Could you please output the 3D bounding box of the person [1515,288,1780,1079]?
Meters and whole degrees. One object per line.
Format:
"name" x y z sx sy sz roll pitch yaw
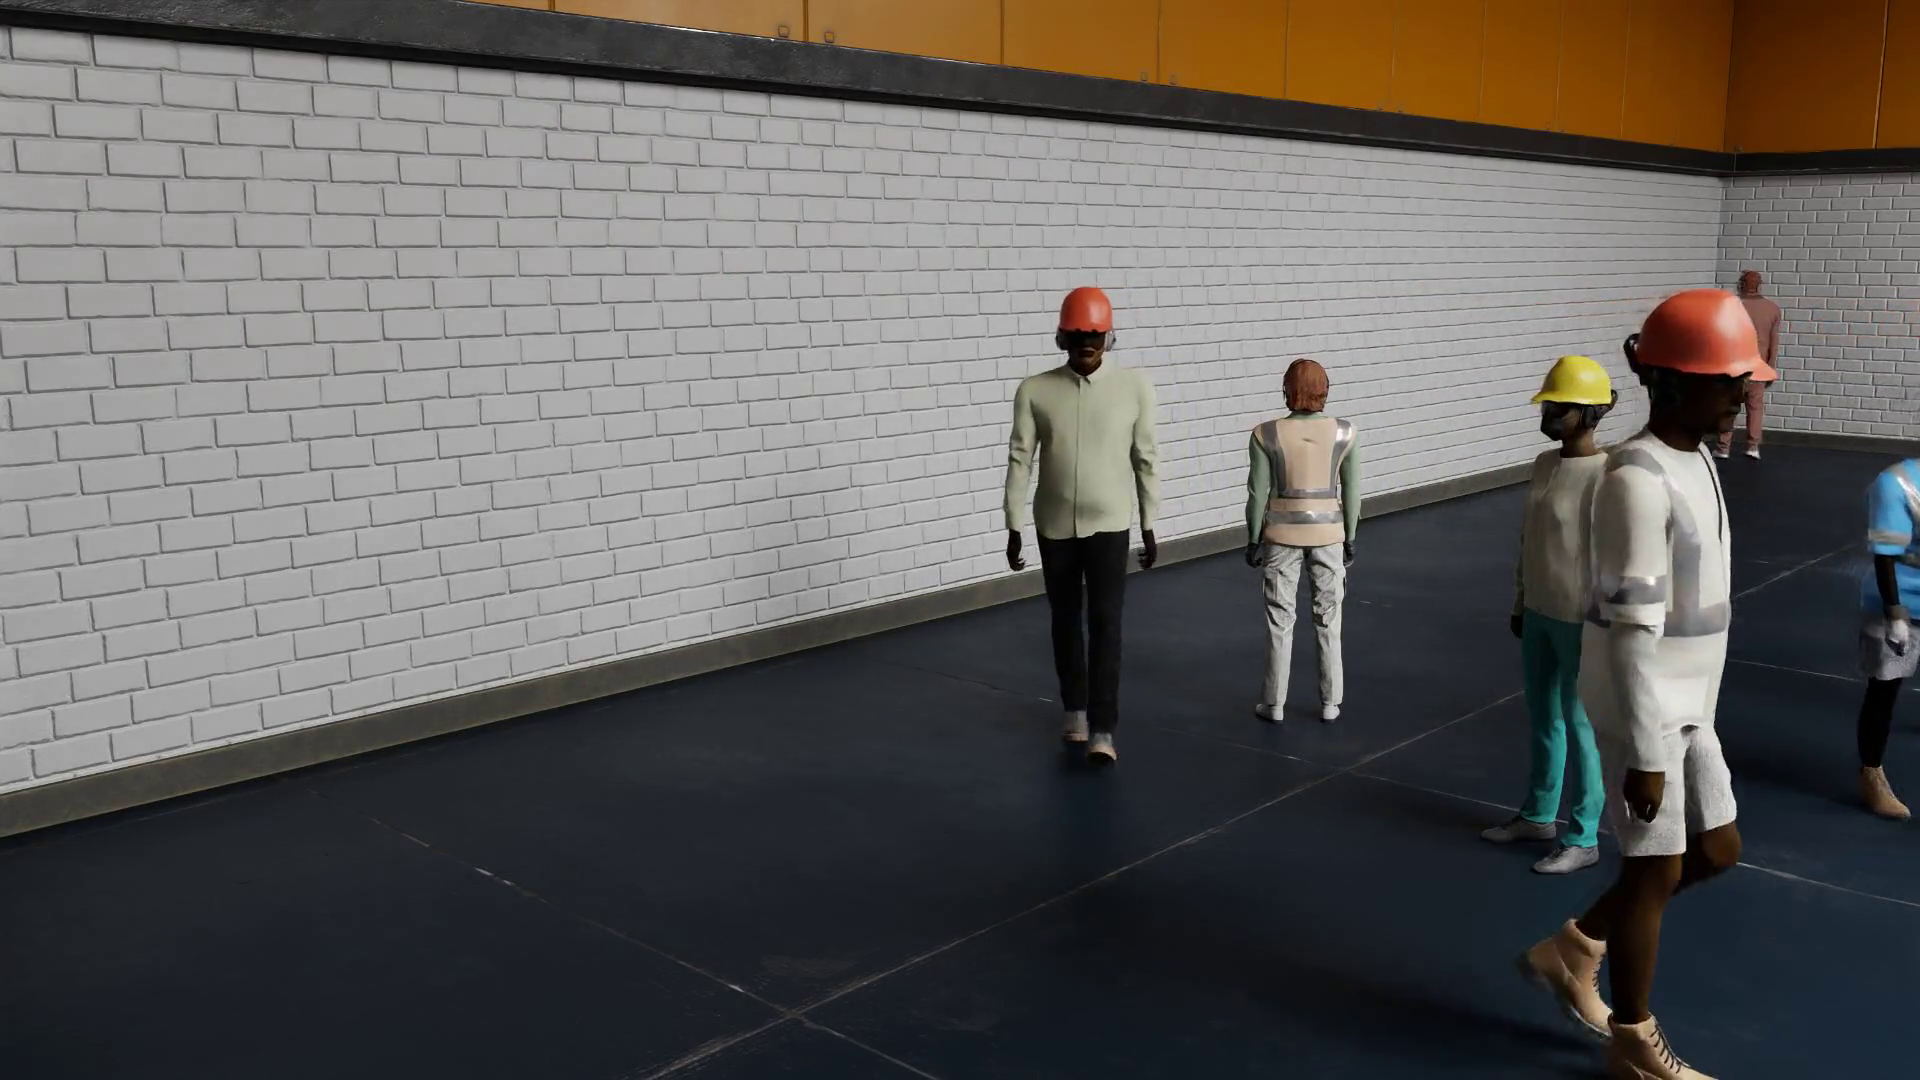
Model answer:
"person" 1.706 0.406 4.090 0.468 2.031 0.644 7 12 35

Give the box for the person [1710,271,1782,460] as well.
"person" 7.871 -1.747 16.786 0.708 1.901 0.404 2 10 10

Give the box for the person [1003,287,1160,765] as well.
"person" 0.489 -0.047 6.869 0.653 1.955 0.938 2 10 9

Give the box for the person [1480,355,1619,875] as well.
"person" 2.061 0.254 5.708 0.305 1.771 0.525 -2 10 -12

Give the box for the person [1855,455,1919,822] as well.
"person" 3.494 0.266 5.938 0.543 1.647 0.748 -1 10 -6

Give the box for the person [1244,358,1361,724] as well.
"person" 1.527 0.015 7.432 0.514 1.642 0.310 0 10 2
